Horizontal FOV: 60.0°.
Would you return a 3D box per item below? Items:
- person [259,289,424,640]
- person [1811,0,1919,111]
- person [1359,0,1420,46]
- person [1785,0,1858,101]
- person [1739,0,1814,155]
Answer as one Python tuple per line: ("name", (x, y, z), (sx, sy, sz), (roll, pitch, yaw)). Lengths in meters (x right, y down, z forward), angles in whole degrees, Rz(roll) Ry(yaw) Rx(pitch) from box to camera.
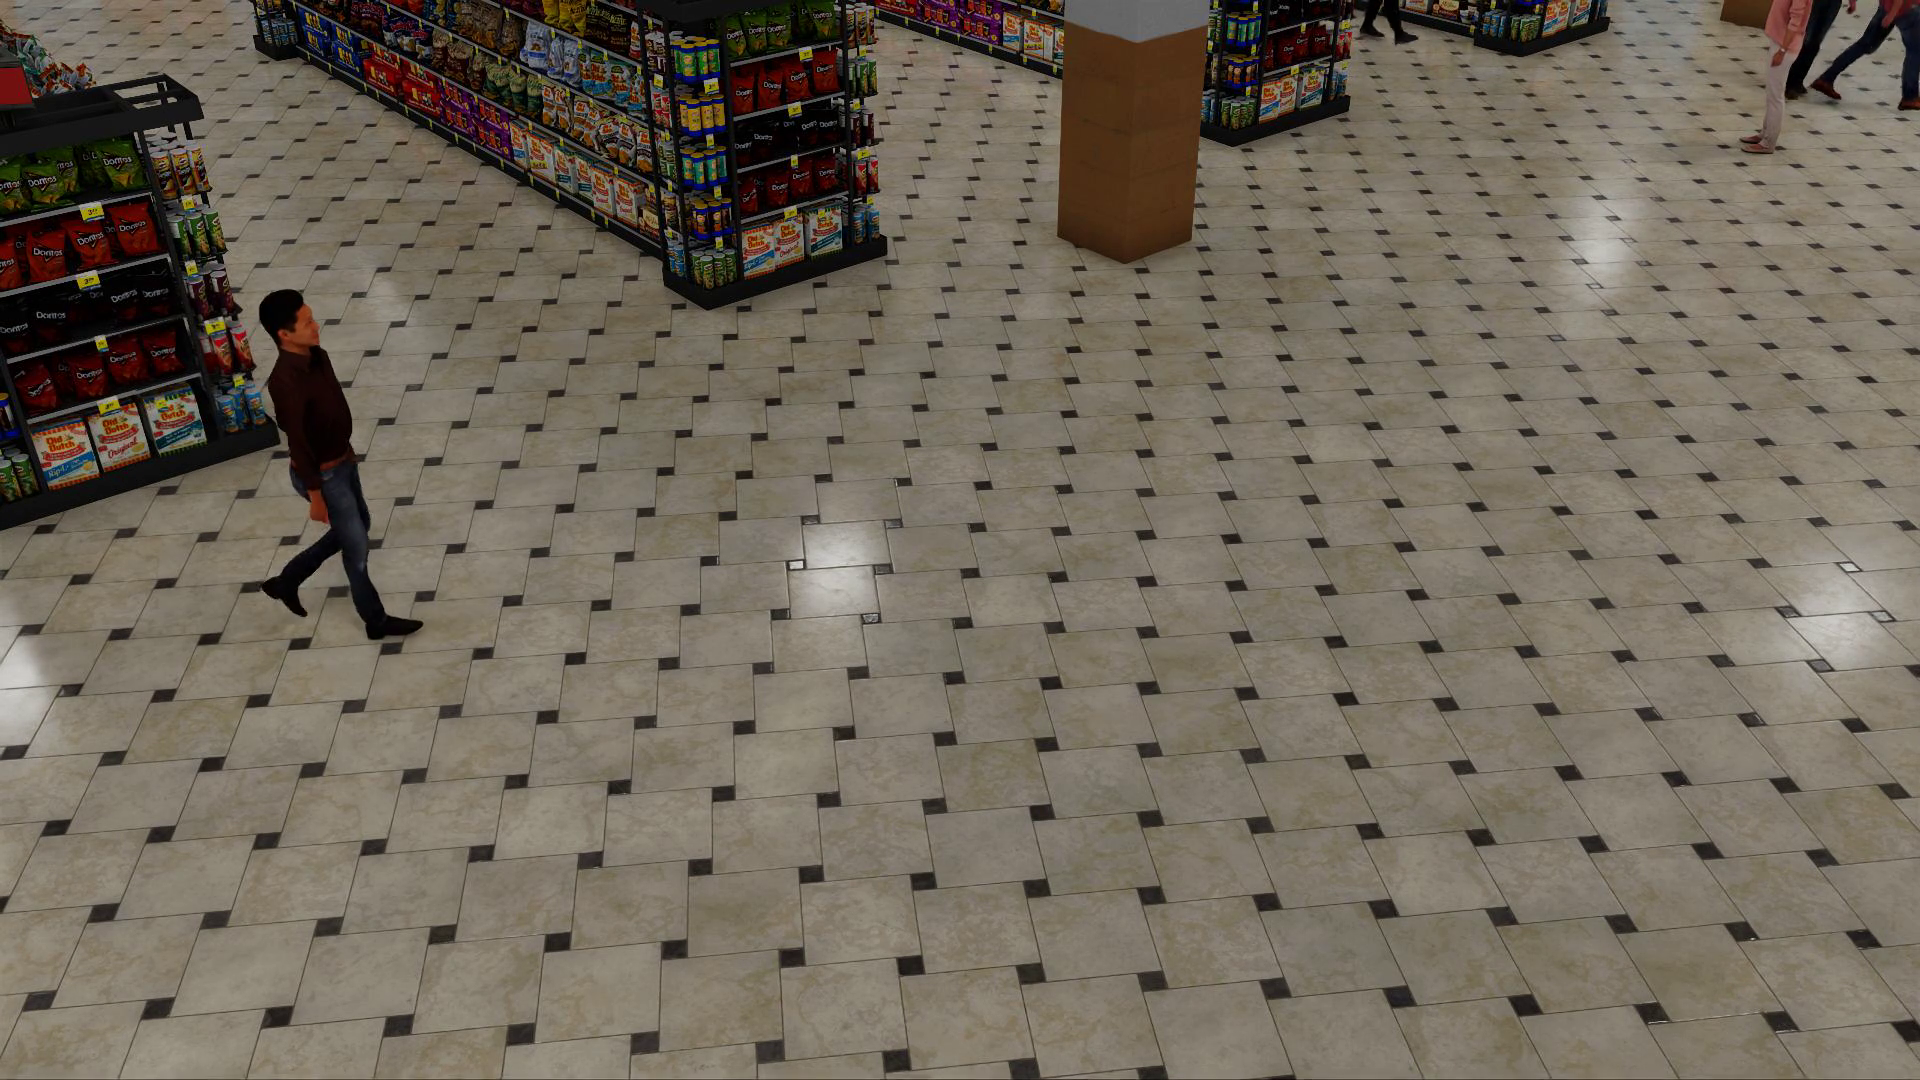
("person", (-2.908, -0.295, 7.418), (0.987, 1.769, 0.996), (-4, 32, -7))
("person", (7.997, -4.605, 14.329), (1.292, 1.786, 1.204), (4, 32, 7))
("person", (4.141, -5.765, 16.250), (0.657, 1.726, 1.005), (-25, 40, -34))
("person", (7.610, -4.861, 14.730), (0.899, 1.797, 0.964), (1, 32, 1))
("person", (6.645, -3.992, 13.401), (0.669, 1.725, 0.675), (12, 34, 19))
